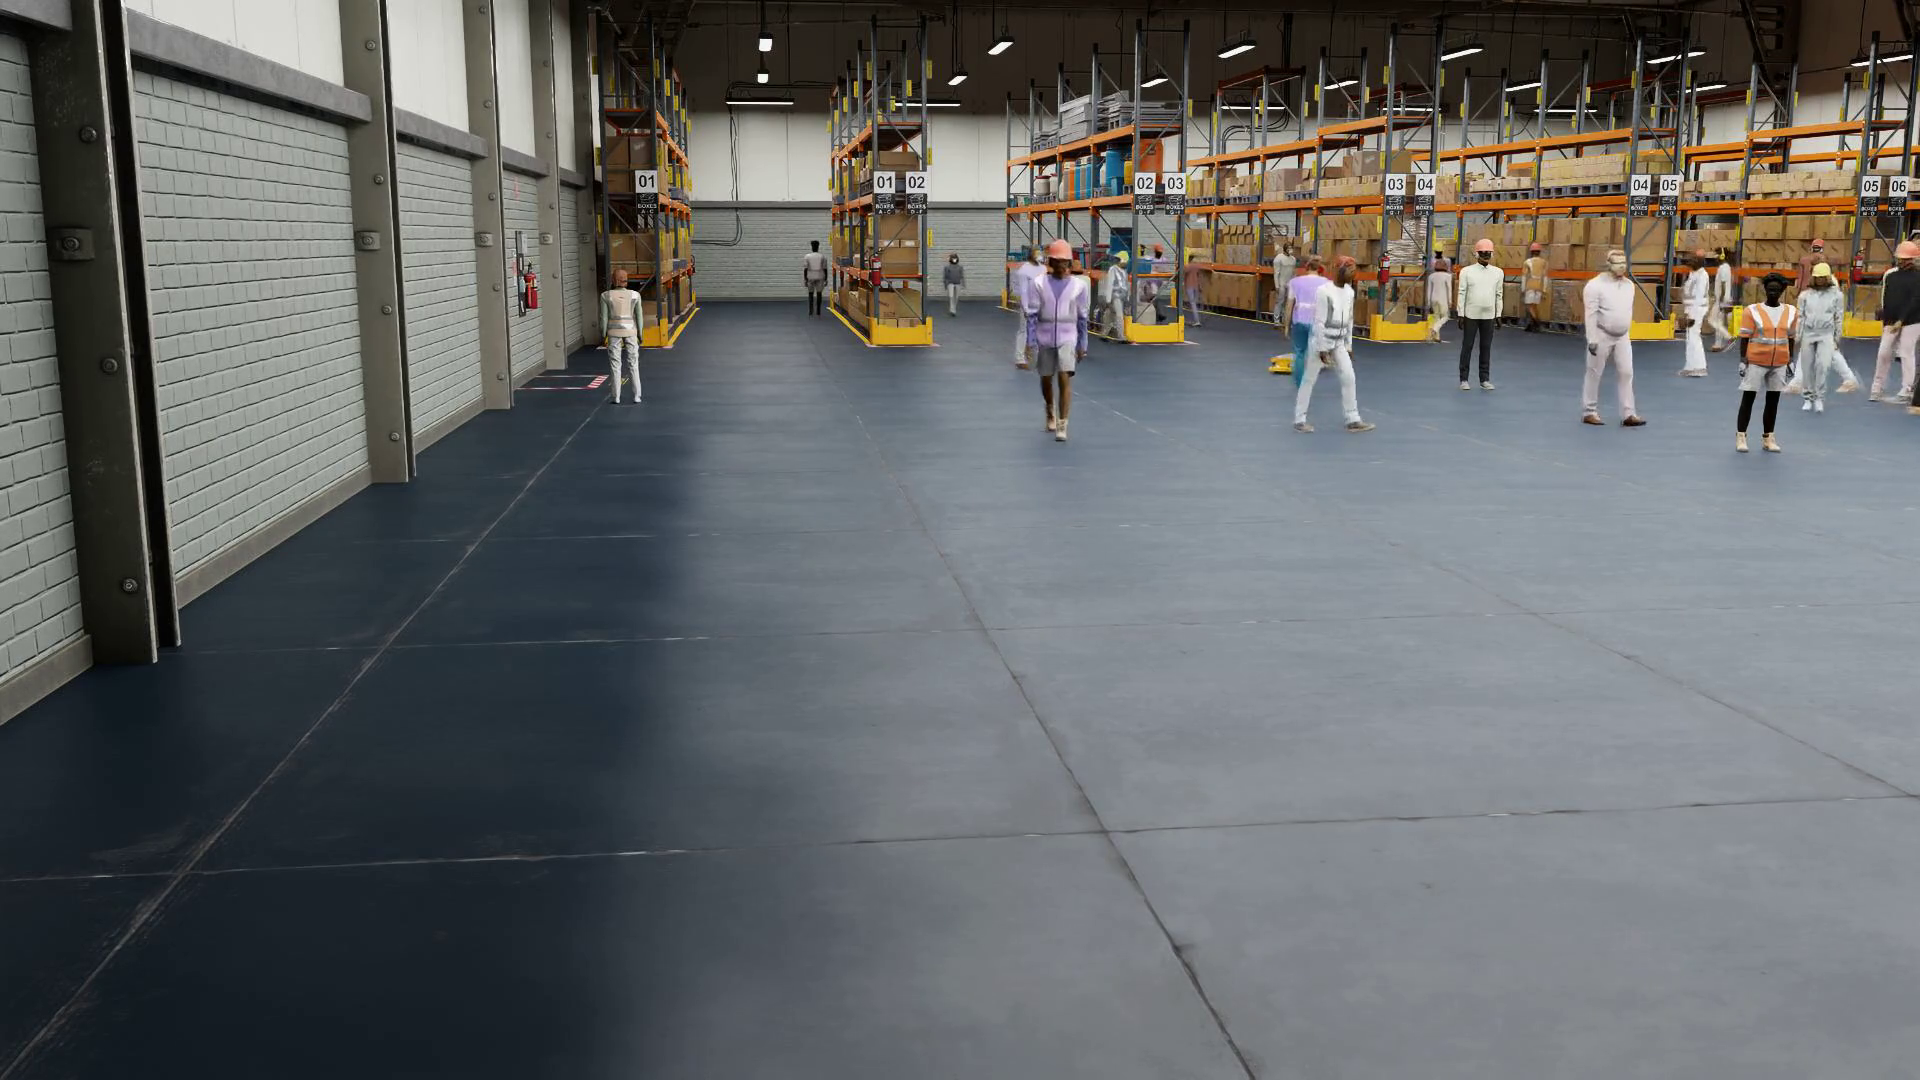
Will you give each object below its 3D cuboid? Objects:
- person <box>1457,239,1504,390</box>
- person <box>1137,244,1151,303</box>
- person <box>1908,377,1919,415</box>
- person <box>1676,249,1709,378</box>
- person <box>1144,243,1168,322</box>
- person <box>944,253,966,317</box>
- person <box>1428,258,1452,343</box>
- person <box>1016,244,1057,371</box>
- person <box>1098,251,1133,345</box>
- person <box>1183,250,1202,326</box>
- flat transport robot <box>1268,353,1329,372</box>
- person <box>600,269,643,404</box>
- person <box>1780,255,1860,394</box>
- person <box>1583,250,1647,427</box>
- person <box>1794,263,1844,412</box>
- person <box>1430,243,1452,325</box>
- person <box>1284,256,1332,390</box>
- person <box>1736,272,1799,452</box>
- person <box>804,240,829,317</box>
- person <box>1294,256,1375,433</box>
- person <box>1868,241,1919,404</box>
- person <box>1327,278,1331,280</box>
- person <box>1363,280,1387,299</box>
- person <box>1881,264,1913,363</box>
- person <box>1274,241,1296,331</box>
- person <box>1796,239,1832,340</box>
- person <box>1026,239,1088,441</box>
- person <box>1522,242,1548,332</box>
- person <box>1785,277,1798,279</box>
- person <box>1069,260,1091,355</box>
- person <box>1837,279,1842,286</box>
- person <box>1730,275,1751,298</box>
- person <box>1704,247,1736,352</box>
[{"bbox_3d":[6.906,-2.988,22.093,0.612,1.997,0.375,-1,10,-4],"label":"person"},{"bbox_3d":[5.130,-7.403,46.757,0.525,1.841,0.886,3,11,17],"label":"person"},{"bbox_3d":[11.267,-2.378,18.630,0.701,2.000,1.041,-9,14,-40],"label":"person"},{"bbox_3d":[10.672,-3.277,24.099,0.372,1.854,0.683,3,11,16],"label":"person"},{"bbox_3d":[4.686,-6.169,39.921,0.531,1.876,1.081,-5,11,-24],"label":"person"},{"bbox_3d":[-0.105,-6.445,42.109,0.519,1.601,0.770,-3,11,-18],"label":"person"},{"bbox_3d":[9.133,-4.557,31.723,0.418,1.617,0.513,-9,14,-40],"label":"person"},{"bbox_3d":[1.173,-3.491,25.102,0.868,1.902,0.657,10,14,43],"label":"person"},{"bbox_3d":[2.935,-4.575,31.451,0.842,1.772,0.600,6,12,30],"label":"person"},{"bbox_3d":[5.215,-5.739,37.939,0.537,1.705,0.927,-7,13,-34],"label":"person"},{"bbox_3d":[5.133,-2.681,25.145,0.652,0.197,1.431,4,11,22],"label":"flat transport robot"},{"bbox_3d":[-4.111,-2.469,20.227,0.518,1.639,0.312,-4,11,-19],"label":"person"},{"bbox_3d":[11.209,-2.777,21.511,0.958,1.799,0.635,4,11,23],"label":"person"},{"bbox_3d":[6.986,-2.132,17.715,0.669,1.873,0.880,-3,11,-14],"label":"person"},{"bbox_3d":[9.936,-2.338,19.310,0.508,1.714,0.746,7,12,32],"label":"person"},{"bbox_3d":[10.969,-5.868,38.221,0.615,1.868,1.005,2,10,9],"label":"person"},{"bbox_3d":[4.419,-2.687,21.043,0.605,1.781,0.901,3,11,16],"label":"person"},{"bbox_3d":[7.595,-1.666,15.662,0.538,1.698,0.320,1,10,4],"label":"person"},{"bbox_3d":[-3.668,-6.683,42.471,0.630,1.941,0.651,-1,10,-5],"label":"person"},{"bbox_3d":[3.872,-1.996,17.135,0.602,1.831,0.817,-7,12,-34],"label":"person"},{"bbox_3d":[11.442,-2.648,20.308,0.494,1.972,0.600,-4,11,-22],"label":"person"},{"bbox_3d":[10.904,-8.057,50.199,0.674,1.883,0.609,6,12,30],"label":"person"},{"bbox_3d":[9.479,-5.778,38.020,0.537,1.751,0.430,-1,10,-6],"label":"person"},{"bbox_3d":[15.119,-3.751,26.738,0.599,1.827,0.403,-1,10,-3],"label":"person"},{"bbox_3d":[7.051,-5.505,36.081,0.628,1.932,0.365,-7,13,-34],"label":"person"},{"bbox_3d":[16.811,-4.926,32.750,0.615,1.989,0.402,7,13,34],"label":"person"},{"bbox_3d":[0.990,-2.032,16.832,0.612,2.014,0.915,2,10,9],"label":"person"},{"bbox_3d":[12.205,-5.357,35.287,0.546,1.922,0.680,-1,10,-5],"label":"person"},{"bbox_3d":[19.475,-5.935,39.276,0.524,1.623,0.618,-1,10,-5],"label":"person"},{"bbox_3d":[1.995,-3.967,28.457,0.499,1.634,0.279,-3,11,-15],"label":"person"},{"bbox_3d":[20.654,-6.117,39.465,0.600,1.917,0.376,-1,10,-7],"label":"person"},{"bbox_3d":[19.065,-6.305,40.667,0.634,1.863,1.014,-1,10,-7],"label":"person"},{"bbox_3d":[13.344,-4.206,29.161,0.439,1.855,0.529,5,12,27],"label":"person"}]
